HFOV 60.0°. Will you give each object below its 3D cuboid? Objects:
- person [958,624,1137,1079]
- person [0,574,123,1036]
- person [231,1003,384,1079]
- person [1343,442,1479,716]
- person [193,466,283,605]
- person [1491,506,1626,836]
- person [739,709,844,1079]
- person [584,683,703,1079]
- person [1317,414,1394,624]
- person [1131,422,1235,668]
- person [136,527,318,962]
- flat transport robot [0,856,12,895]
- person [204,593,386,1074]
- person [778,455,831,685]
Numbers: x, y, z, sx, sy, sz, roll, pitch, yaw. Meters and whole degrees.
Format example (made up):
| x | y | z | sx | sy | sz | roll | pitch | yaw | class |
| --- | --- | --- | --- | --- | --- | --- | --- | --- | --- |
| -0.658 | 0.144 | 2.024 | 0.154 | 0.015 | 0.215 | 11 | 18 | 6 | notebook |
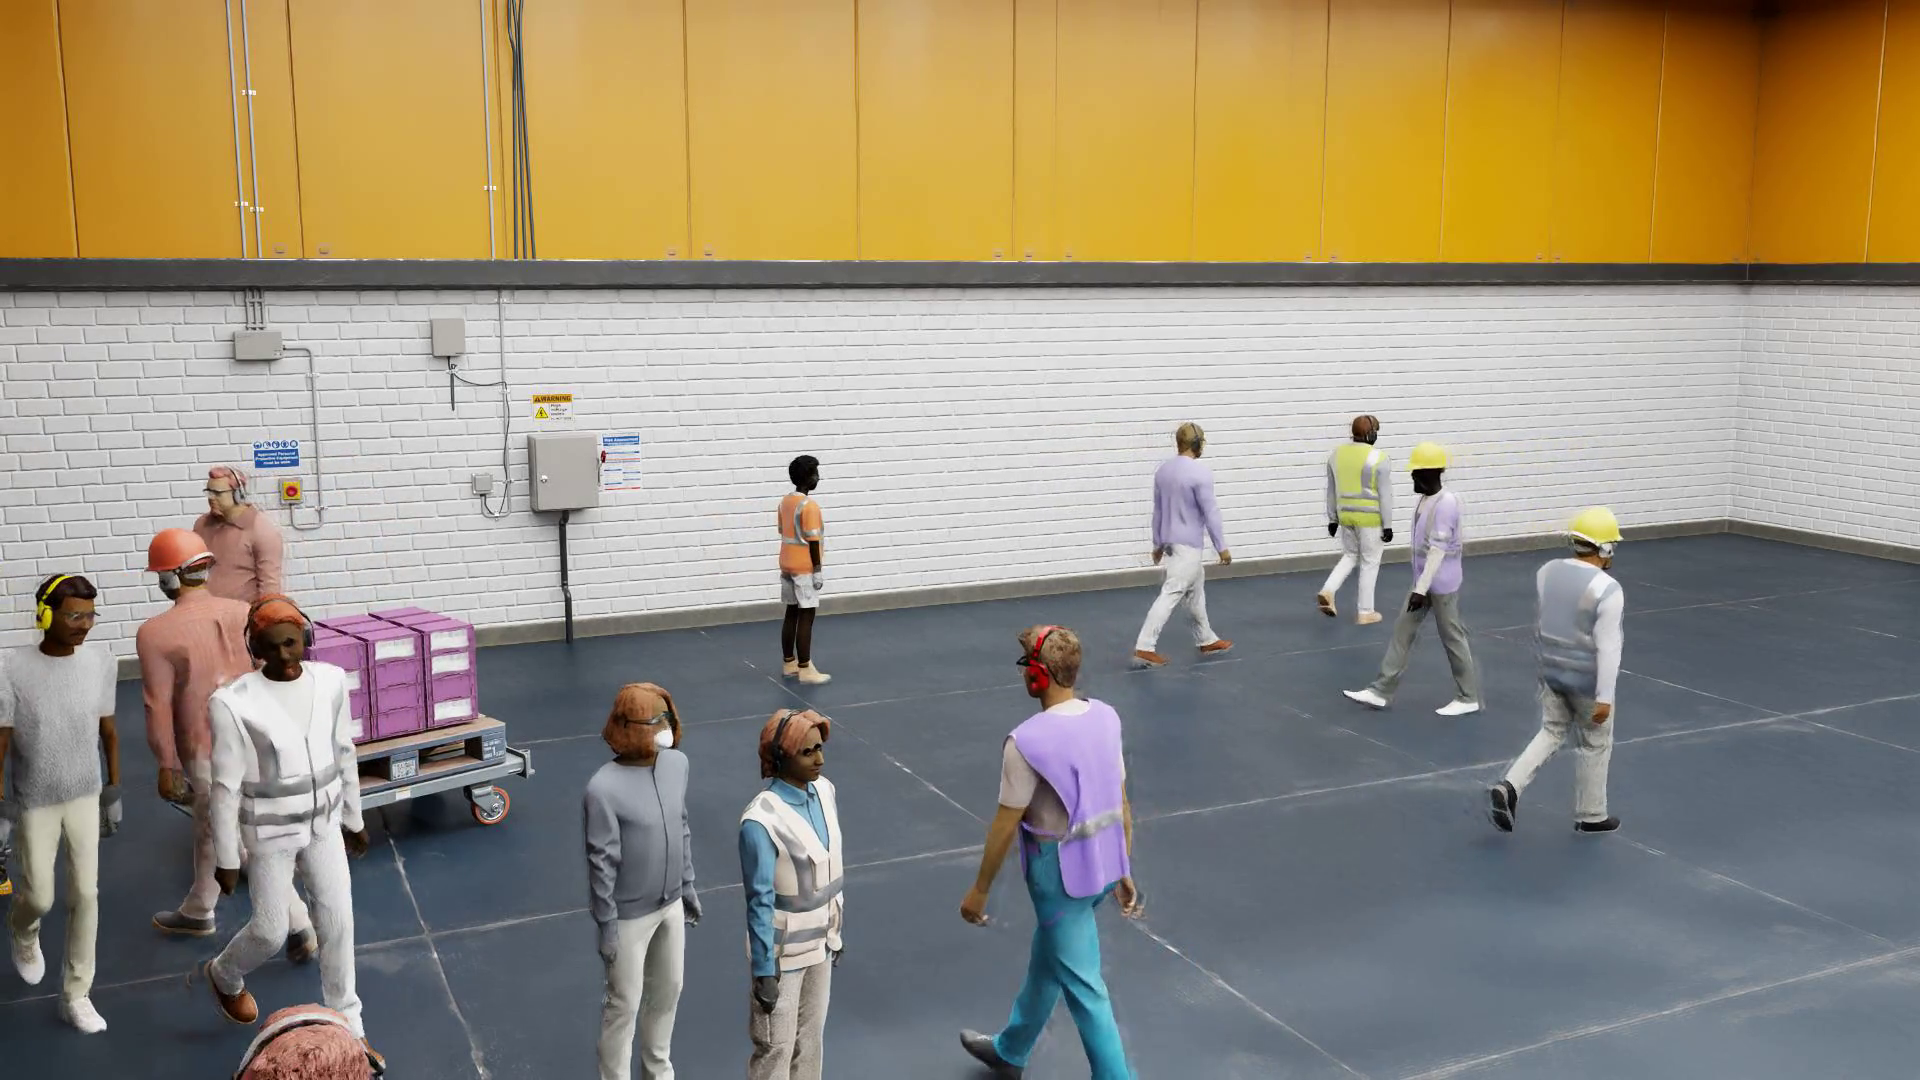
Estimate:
| x | y | z | sx | sy | sz | roll | pitch | yaw | class |
| --- | --- | --- | --- | --- | --- | --- | --- | --- | --- |
| 0.310 | 1.194 | 5.896 | 0.951 | 1.801 | 0.574 | 7 | 11 | 35 | person |
| -3.681 | 1.040 | 6.732 | 0.654 | 1.843 | 0.556 | 8 | 12 | 42 | person |
| -0.991 | 1.686 | 2.590 | 0.668 | 1.886 | 0.562 | -5 | 10 | -28 | person |
| 3.126 | 0.281 | 11.320 | 0.957 | 1.881 | 0.599 | -1 | 9 | -6 | person |
| -4.337 | 0.497 | 9.924 | 0.657 | 1.894 | 0.419 | 4 | 10 | 24 | person |
| 3.237 | 0.718 | 8.833 | 0.723 | 1.813 | 0.605 | -4 | 10 | -24 | person |
| -0.541 | 1.349 | 5.440 | 0.306 | 1.639 | 0.522 | 4 | 10 | 22 | person |
| -1.090 | 1.296 | 5.804 | 0.282 | 1.634 | 0.522 | 5 | 11 | 29 | person |
| 3.414 | -0.166 | 14.269 | 0.553 | 1.827 | 0.631 | -7 | 11 | -36 | person |
| 1.721 | 0.035 | 12.866 | 1.033 | 1.892 | 0.647 | -4 | 10 | -23 | person |
| -3.219 | 0.904 | 7.352 | 1.042 | 1.936 | 0.610 | 4 | 10 | 22 | person |
| -5.246 | 1.561 | 8.357 | 0.652 | 0.197 | 1.431 | -7 | 11 | -36 | flat transport robot |
| -2.604 | 1.093 | 6.360 | 0.836 | 1.863 | 0.620 | 6 | 11 | 33 | person |
| -1.161 | 0.214 | 12.303 | 0.317 | 1.696 | 0.540 | -5 | 11 | -30 | person |
